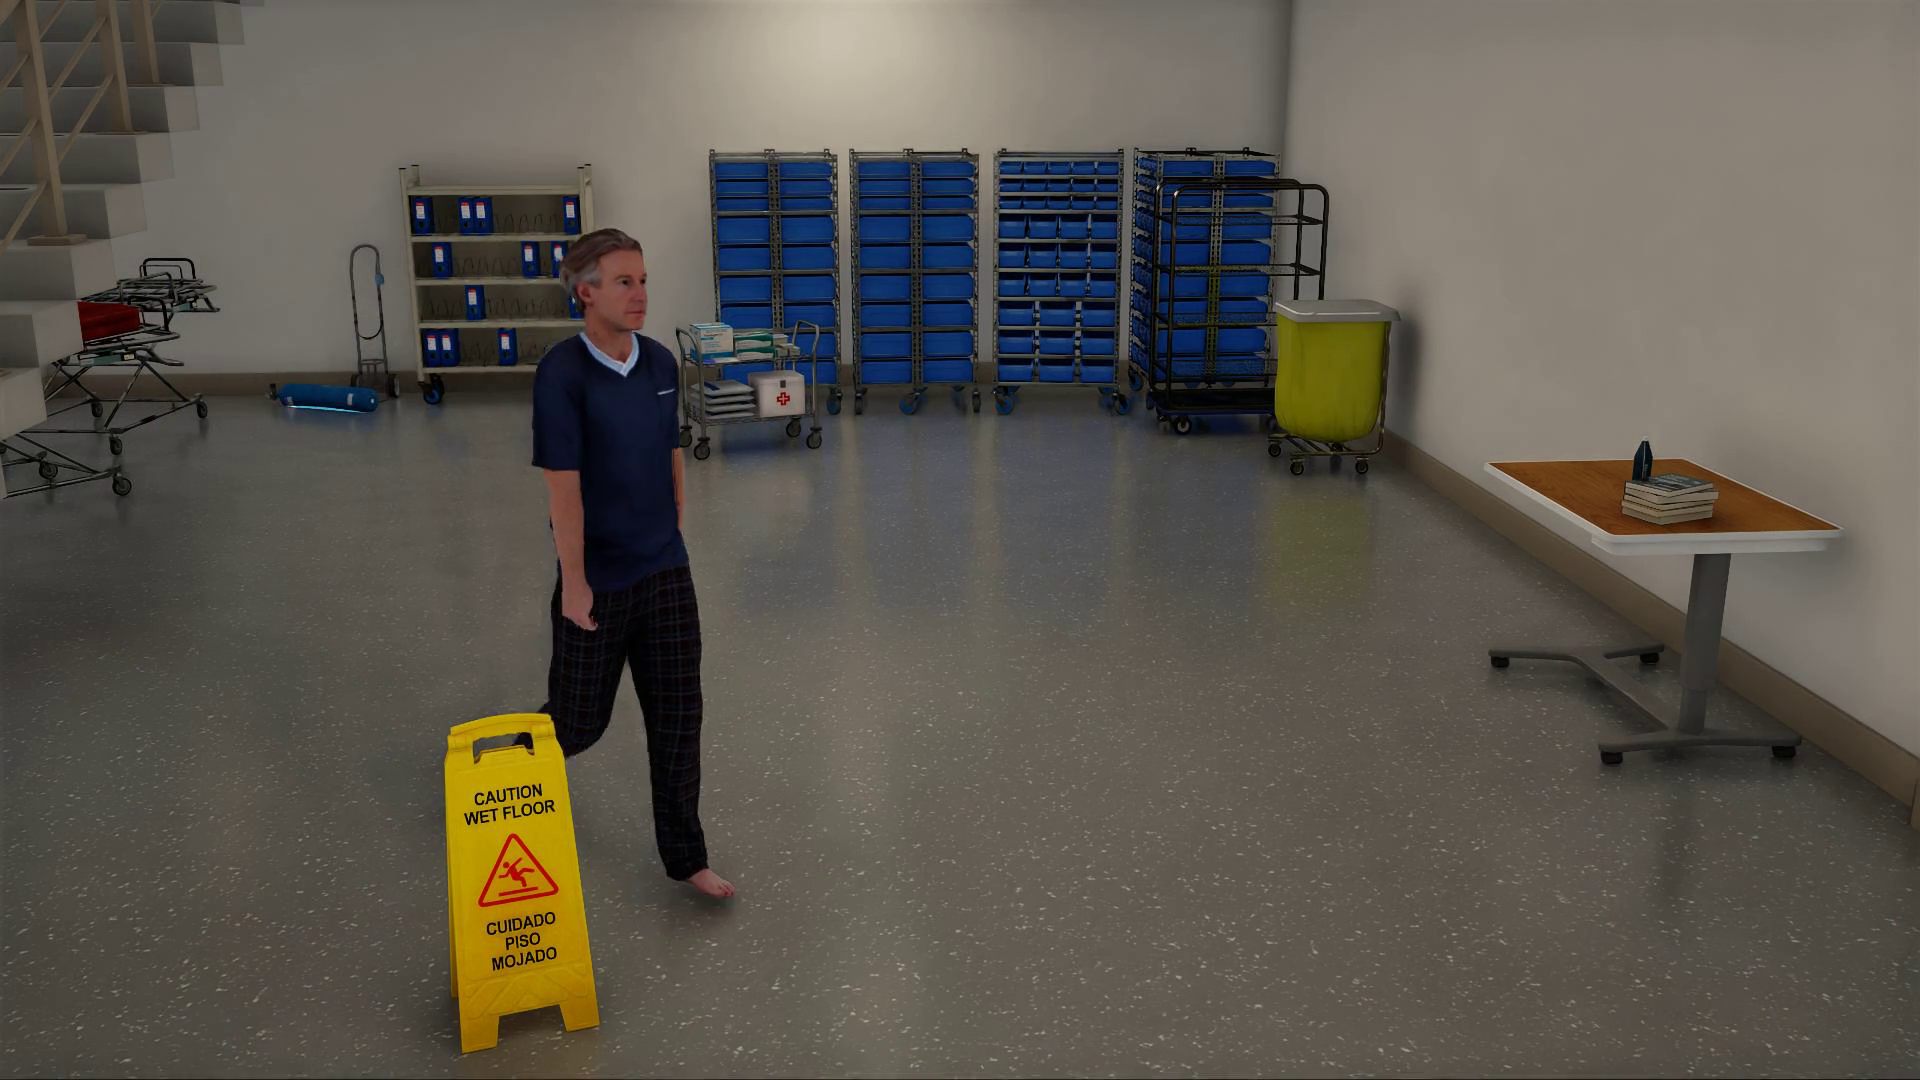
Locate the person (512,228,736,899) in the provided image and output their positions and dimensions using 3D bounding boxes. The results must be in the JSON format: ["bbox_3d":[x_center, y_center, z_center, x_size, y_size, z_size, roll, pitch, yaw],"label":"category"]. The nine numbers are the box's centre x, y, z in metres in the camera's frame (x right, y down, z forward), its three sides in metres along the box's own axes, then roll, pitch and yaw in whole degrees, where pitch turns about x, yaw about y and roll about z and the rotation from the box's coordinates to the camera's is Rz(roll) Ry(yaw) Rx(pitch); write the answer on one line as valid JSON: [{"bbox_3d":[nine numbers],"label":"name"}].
[{"bbox_3d":[-1.013,0.086,4.640,1.160,1.849,1.065,14,21,41],"label":"person"}]
